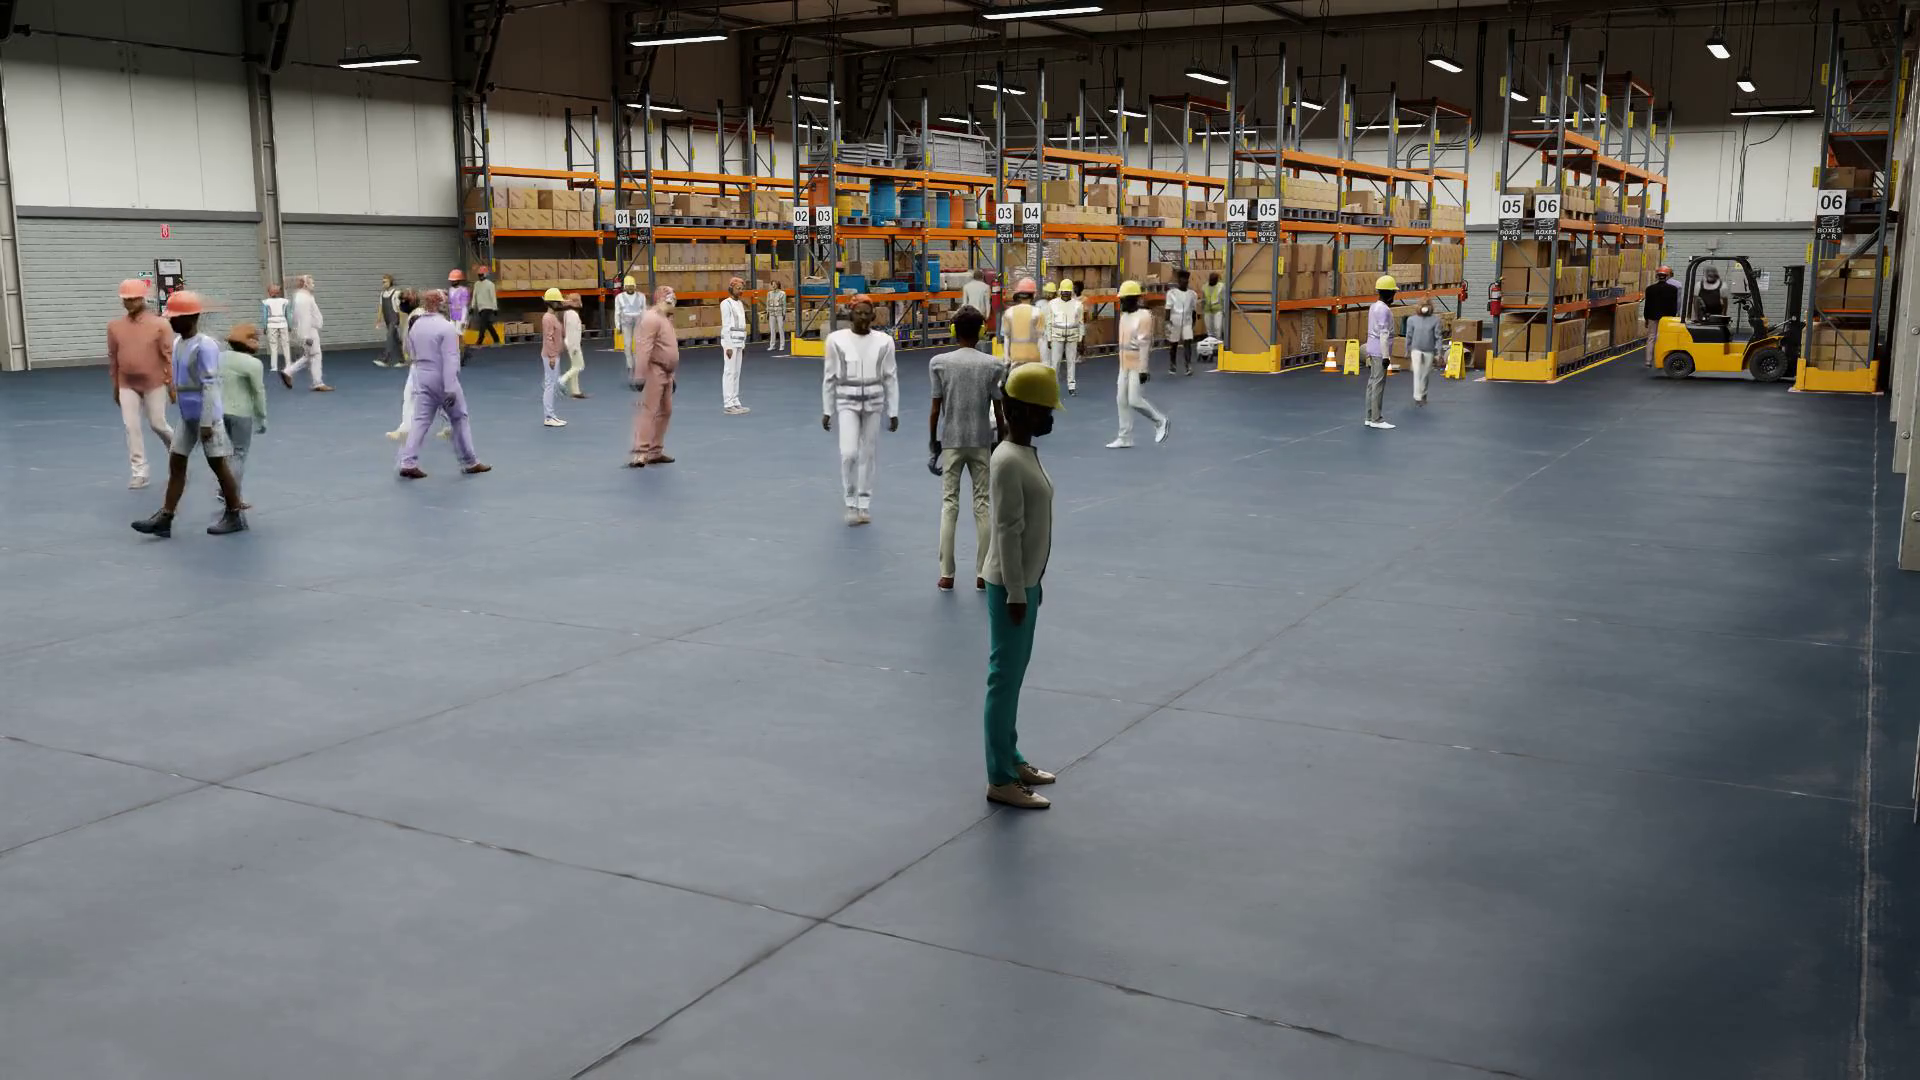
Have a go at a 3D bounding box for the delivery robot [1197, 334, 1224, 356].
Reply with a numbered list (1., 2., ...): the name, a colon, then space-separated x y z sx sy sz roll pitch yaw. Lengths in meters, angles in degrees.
1. delivery robot: 5.176 -4.009 34.369 0.477 0.478 0.707 6 12 30

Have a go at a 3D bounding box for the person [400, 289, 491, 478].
1. person: -5.155 -1.541 16.409 0.661 1.862 0.985 7 12 34

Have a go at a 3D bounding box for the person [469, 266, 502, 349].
1. person: -11.212 -5.488 39.281 0.614 1.948 1.036 7 12 35

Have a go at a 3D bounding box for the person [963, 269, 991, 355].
1. person: 0.384 -4.808 35.439 0.653 1.880 1.020 3 10 16

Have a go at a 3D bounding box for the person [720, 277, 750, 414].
1. person: -3.120 -2.684 23.006 0.355 1.886 0.572 2 10 13

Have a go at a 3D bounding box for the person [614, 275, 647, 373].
1. person: -6.117 -4.009 30.957 0.624 1.816 0.439 -3 10 -17

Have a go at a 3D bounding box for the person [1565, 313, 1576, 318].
1. person: 16.364 -6.336 44.358 0.620 1.892 0.658 4 11 24

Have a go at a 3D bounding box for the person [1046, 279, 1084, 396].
1. person: 1.632 -3.141 25.866 0.586 1.824 0.403 0 10 -2

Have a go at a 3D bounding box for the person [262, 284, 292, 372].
1. person: -12.874 -3.989 31.364 0.514 1.642 0.311 -6 11 -30

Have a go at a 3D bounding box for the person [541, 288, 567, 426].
1. person: -5.209 -2.344 21.370 0.326 1.767 0.533 -1 10 -8

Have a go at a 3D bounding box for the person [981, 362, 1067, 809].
1. person: 0.256 0.174 6.651 0.327 1.761 0.524 2 10 9

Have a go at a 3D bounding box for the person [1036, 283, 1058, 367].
1. person: 1.565 -3.532 28.463 0.515 1.702 0.837 -2 10 -13

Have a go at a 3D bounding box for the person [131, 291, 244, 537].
1. person: -5.998 -0.952 12.827 0.576 1.899 0.861 7 12 37

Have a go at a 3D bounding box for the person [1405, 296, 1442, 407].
1. person: 6.762 -2.759 24.296 0.505 1.603 0.804 2 10 10

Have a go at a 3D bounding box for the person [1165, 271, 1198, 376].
1. person: 4.053 -3.966 30.456 0.609 1.916 1.024 0 10 -2

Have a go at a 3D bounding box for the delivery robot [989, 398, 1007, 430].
1. delivery robot: 0.346 -1.493 19.651 0.477 0.478 0.707 4 10 22

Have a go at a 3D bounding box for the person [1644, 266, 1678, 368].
1. person: 13.556 -4.299 32.189 0.605 1.986 0.402 8 13 39

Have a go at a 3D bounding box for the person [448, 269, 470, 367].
1. person: -9.867 -4.342 32.628 0.588 1.914 0.433 8 13 40

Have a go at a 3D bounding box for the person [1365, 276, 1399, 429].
1. person: 5.348 -2.379 21.098 0.369 1.928 0.585 0 10 1

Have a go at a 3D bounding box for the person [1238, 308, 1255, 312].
1. person: 6.730 -5.387 39.082 0.923 1.809 0.565 -3 10 -19

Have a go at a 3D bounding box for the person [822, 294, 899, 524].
1. person: -0.786 -1.041 13.434 0.615 1.865 0.602 -2 10 -13

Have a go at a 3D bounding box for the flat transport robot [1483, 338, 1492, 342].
1. flat transport robot: 12.554 -4.614 39.025 0.652 0.197 1.431 3 10 16

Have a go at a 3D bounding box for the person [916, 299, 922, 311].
1. person: -1.273 -7.706 52.317 0.596 1.916 0.373 4 11 24

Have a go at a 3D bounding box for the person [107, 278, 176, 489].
1. person: -7.742 -1.499 15.827 0.621 1.973 0.783 -1 10 -3

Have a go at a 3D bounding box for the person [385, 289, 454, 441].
1. person: -6.413 -2.067 19.667 0.912 1.783 0.711 -3 10 -15

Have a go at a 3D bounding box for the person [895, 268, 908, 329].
1. person: -1.704 -6.573 45.879 0.531 1.854 0.661 4 11 24

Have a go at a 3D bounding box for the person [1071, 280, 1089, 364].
1. person: 2.373 -4.391 33.561 0.366 1.683 0.544 -7 12 -34

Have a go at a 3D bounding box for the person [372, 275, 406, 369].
1. person: -11.133 -4.223 32.264 0.513 1.805 0.924 7 12 36

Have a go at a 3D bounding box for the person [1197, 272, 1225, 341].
1. person: 5.746 -5.182 37.906 0.726 1.798 0.818 5 11 28

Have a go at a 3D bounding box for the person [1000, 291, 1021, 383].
1. person: 0.813 -2.575 22.909 0.539 1.698 0.319 -3 10 -16

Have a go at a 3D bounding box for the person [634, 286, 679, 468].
1. person: -3.160 -1.695 17.279 0.444 1.870 0.802 2 10 9

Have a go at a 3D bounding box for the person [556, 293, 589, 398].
1. person: -5.925 -2.949 25.319 0.434 1.623 0.503 -4 10 -22

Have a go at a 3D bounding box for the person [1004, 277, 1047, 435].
1. person: 0.787 -2.211 20.130 0.560 1.929 0.618 5 11 27

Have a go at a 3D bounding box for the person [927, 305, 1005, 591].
1. person: 0.039 -0.589 10.826 0.513 1.861 0.314 0 10 -2

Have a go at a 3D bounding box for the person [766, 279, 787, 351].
1. person: -4.233 -5.186 38.371 0.515 1.641 0.309 4 10 22

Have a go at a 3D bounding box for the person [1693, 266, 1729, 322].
1. person: 16.098 -4.931 35.709 0.674 2.000 1.065 7 12 35

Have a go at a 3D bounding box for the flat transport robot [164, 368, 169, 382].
1. flat transport robot: -13.637 -2.868 28.802 0.652 0.197 1.431 1 10 5

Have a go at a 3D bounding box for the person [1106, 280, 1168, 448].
1. person: 2.007 -1.981 18.830 0.637 1.905 0.597 -5 11 -26

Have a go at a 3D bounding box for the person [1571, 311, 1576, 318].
1. person: 15.872 -6.113 42.703 0.618 2.023 0.853 6 12 32

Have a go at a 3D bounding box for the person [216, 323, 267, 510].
1. person: -6.173 -1.049 14.247 0.547 1.603 0.407 4 10 22

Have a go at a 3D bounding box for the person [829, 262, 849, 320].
1. person: -3.144 -6.257 43.508 0.605 2.027 0.455 6 11 29

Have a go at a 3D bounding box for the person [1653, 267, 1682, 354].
1. person: 15.630 -5.070 36.824 0.631 1.939 0.372 4 11 25

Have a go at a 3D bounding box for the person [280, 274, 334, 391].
1. person: -10.515 -3.311 26.680 0.709 1.887 0.650 -4 11 -24
